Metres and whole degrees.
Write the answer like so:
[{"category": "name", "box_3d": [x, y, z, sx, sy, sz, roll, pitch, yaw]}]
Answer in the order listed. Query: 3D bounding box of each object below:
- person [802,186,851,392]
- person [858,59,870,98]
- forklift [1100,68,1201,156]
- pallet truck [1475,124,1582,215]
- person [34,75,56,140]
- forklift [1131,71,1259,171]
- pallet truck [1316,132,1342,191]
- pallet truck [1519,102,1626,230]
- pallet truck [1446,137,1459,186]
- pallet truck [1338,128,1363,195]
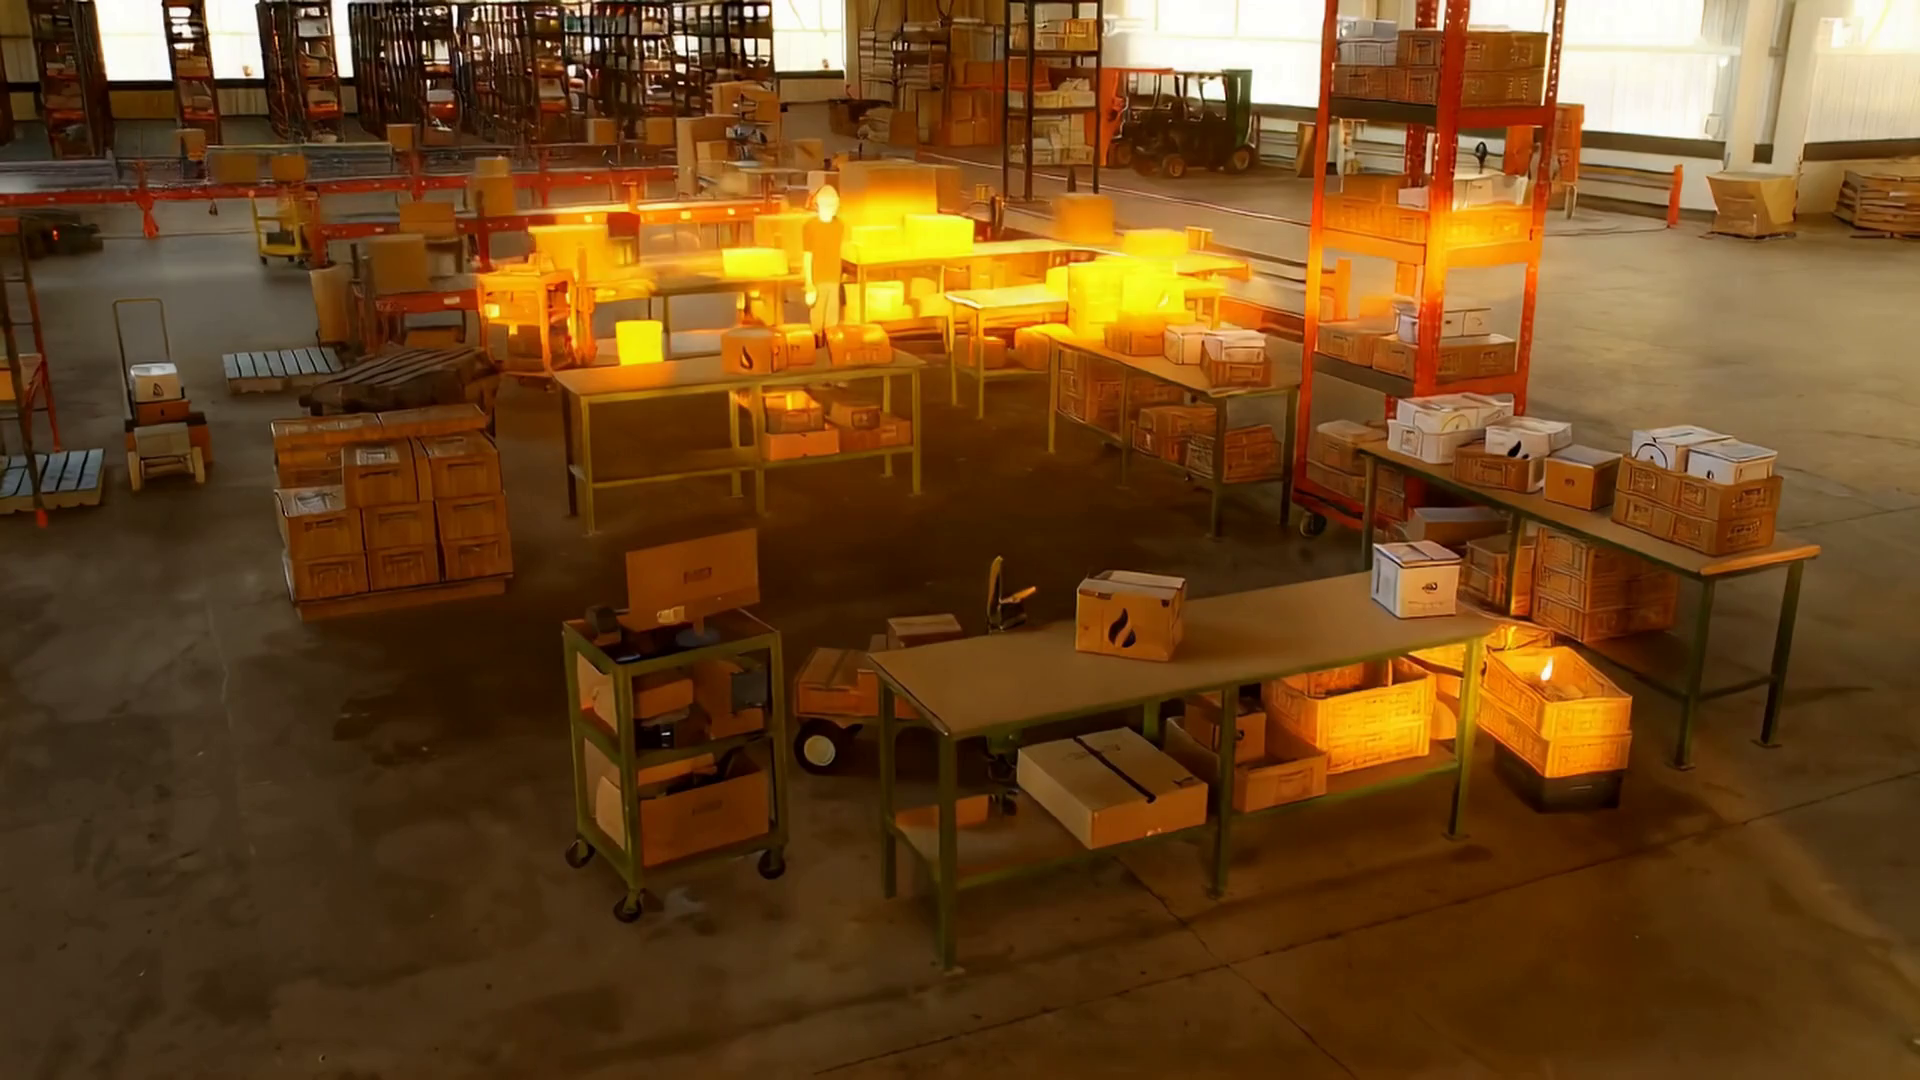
[{"category": "person", "box_3d": [-1.215, -2.303, 15.242, 0.334, 1.864, 0.517, 14, 22, 37]}, {"category": "person", "box_3d": [-2.900, -13.605, 50.628, 0.378, 1.996, 0.611, -5, 18, -15]}, {"category": "forklift", "box_3d": [4.082, -9.564, 37.410, 2.680, 1.987, 1.157, -8, 19, -23]}, {"category": "pallet truck", "box_3d": [9.707, -6.455, 28.103, 1.885, 1.965, 0.823, -7, 19, -20]}, {"category": "person", "box_3d": [-24.713, -11.722, 45.048, 0.595, 1.779, 0.959, -7, 19, -22]}, {"category": "forklift", "box_3d": [4.998, -8.936, 35.413, 2.680, 1.987, 1.157, -9, 20, -25]}, {"category": "pallet truck", "box_3d": [7.723, -7.504, 32.656, 1.601, 1.201, 0.680, -8, 19, -23]}, {"category": "pallet truck", "box_3d": [9.972, -6.037, 26.785, 1.885, 1.965, 0.823, -9, 20, -25]}, {"category": "pallet truck", "box_3d": [9.184, -6.485, 29.328, 1.630, 1.274, 0.653, -8, 19, -23]}, {"category": "pallet truck", "box_3d": [7.845, -7.140, 31.411, 1.522, 1.261, 0.704, -9, 20, -25]}]
